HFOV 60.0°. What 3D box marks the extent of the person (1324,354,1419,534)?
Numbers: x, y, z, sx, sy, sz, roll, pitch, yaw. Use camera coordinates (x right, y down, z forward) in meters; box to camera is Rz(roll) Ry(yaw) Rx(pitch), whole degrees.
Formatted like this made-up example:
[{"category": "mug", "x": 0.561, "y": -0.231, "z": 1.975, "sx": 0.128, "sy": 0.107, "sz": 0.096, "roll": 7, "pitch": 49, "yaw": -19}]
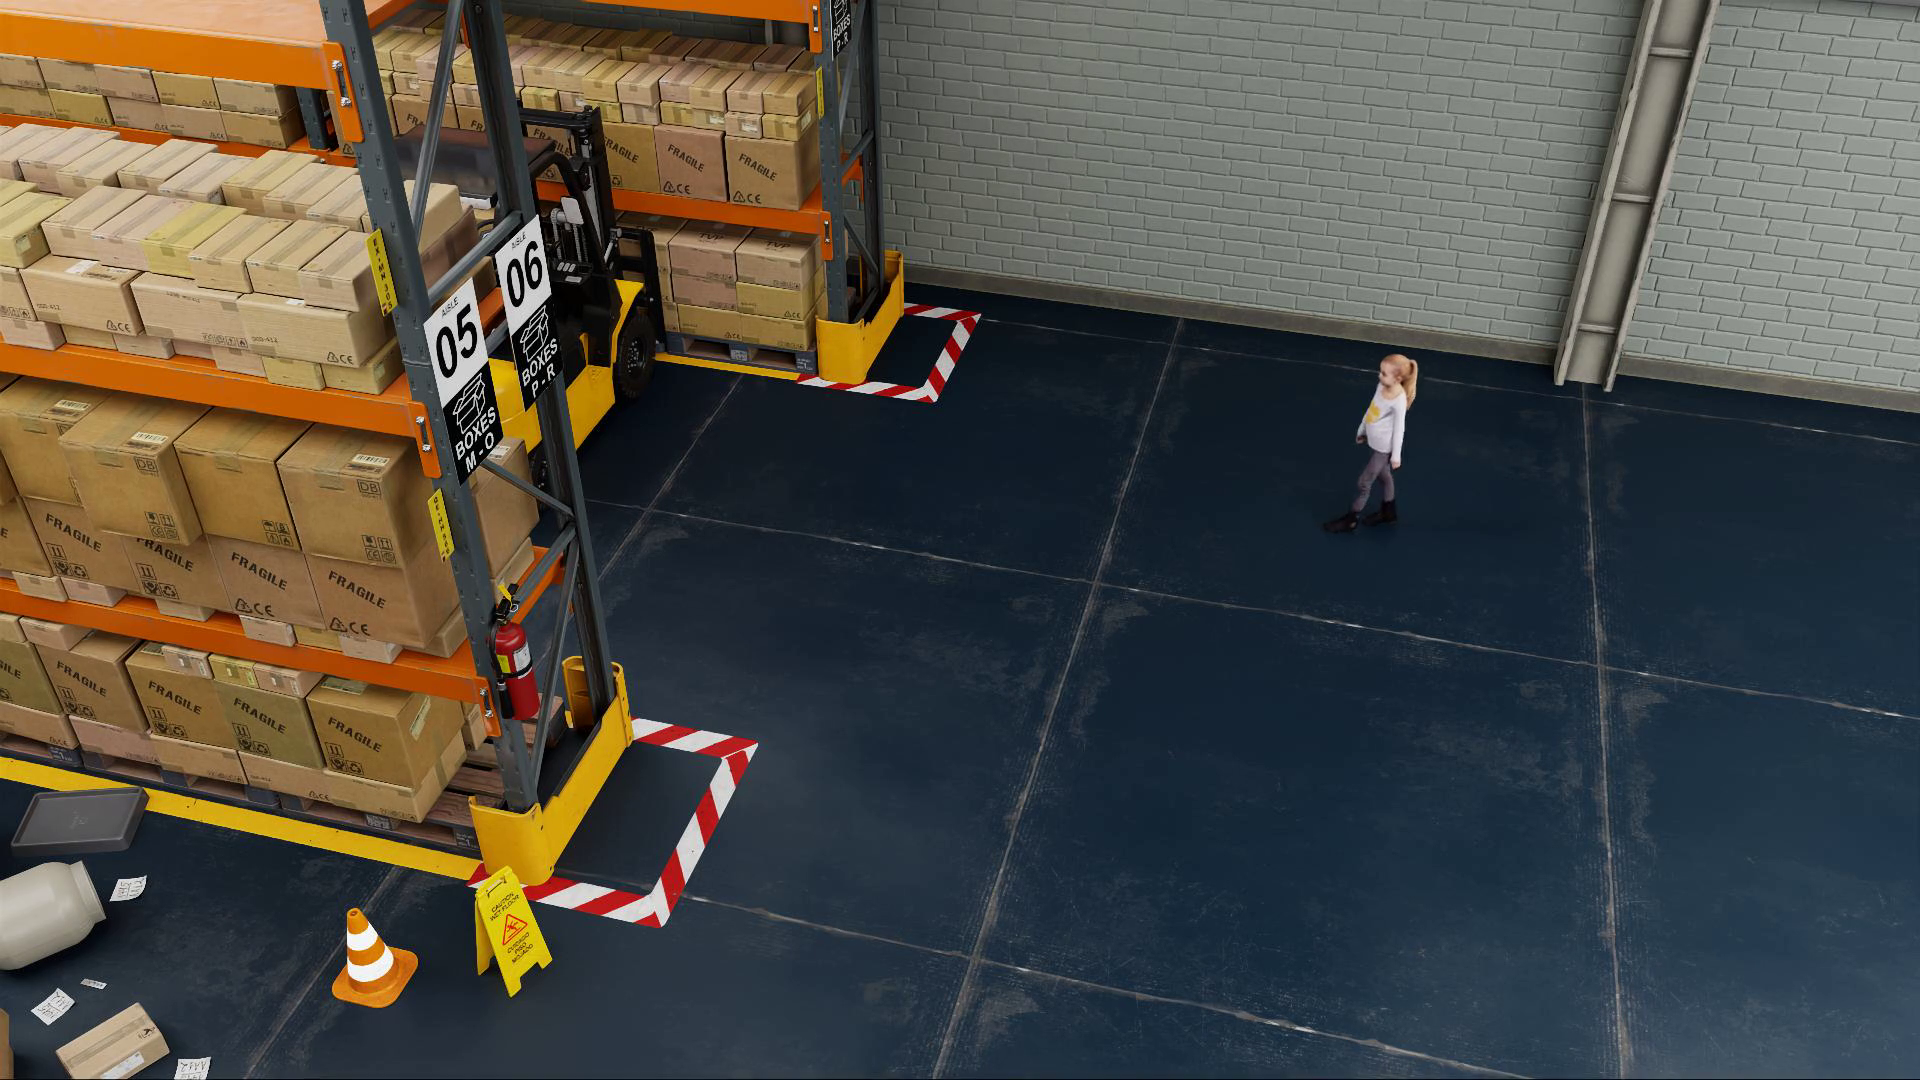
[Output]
[{"category": "person", "x": 2.720, "y": -0.602, "z": 10.432, "sx": 0.796, "sy": 1.262, "sz": 0.645, "roll": -3, "pitch": 37, "yaw": -4}]
